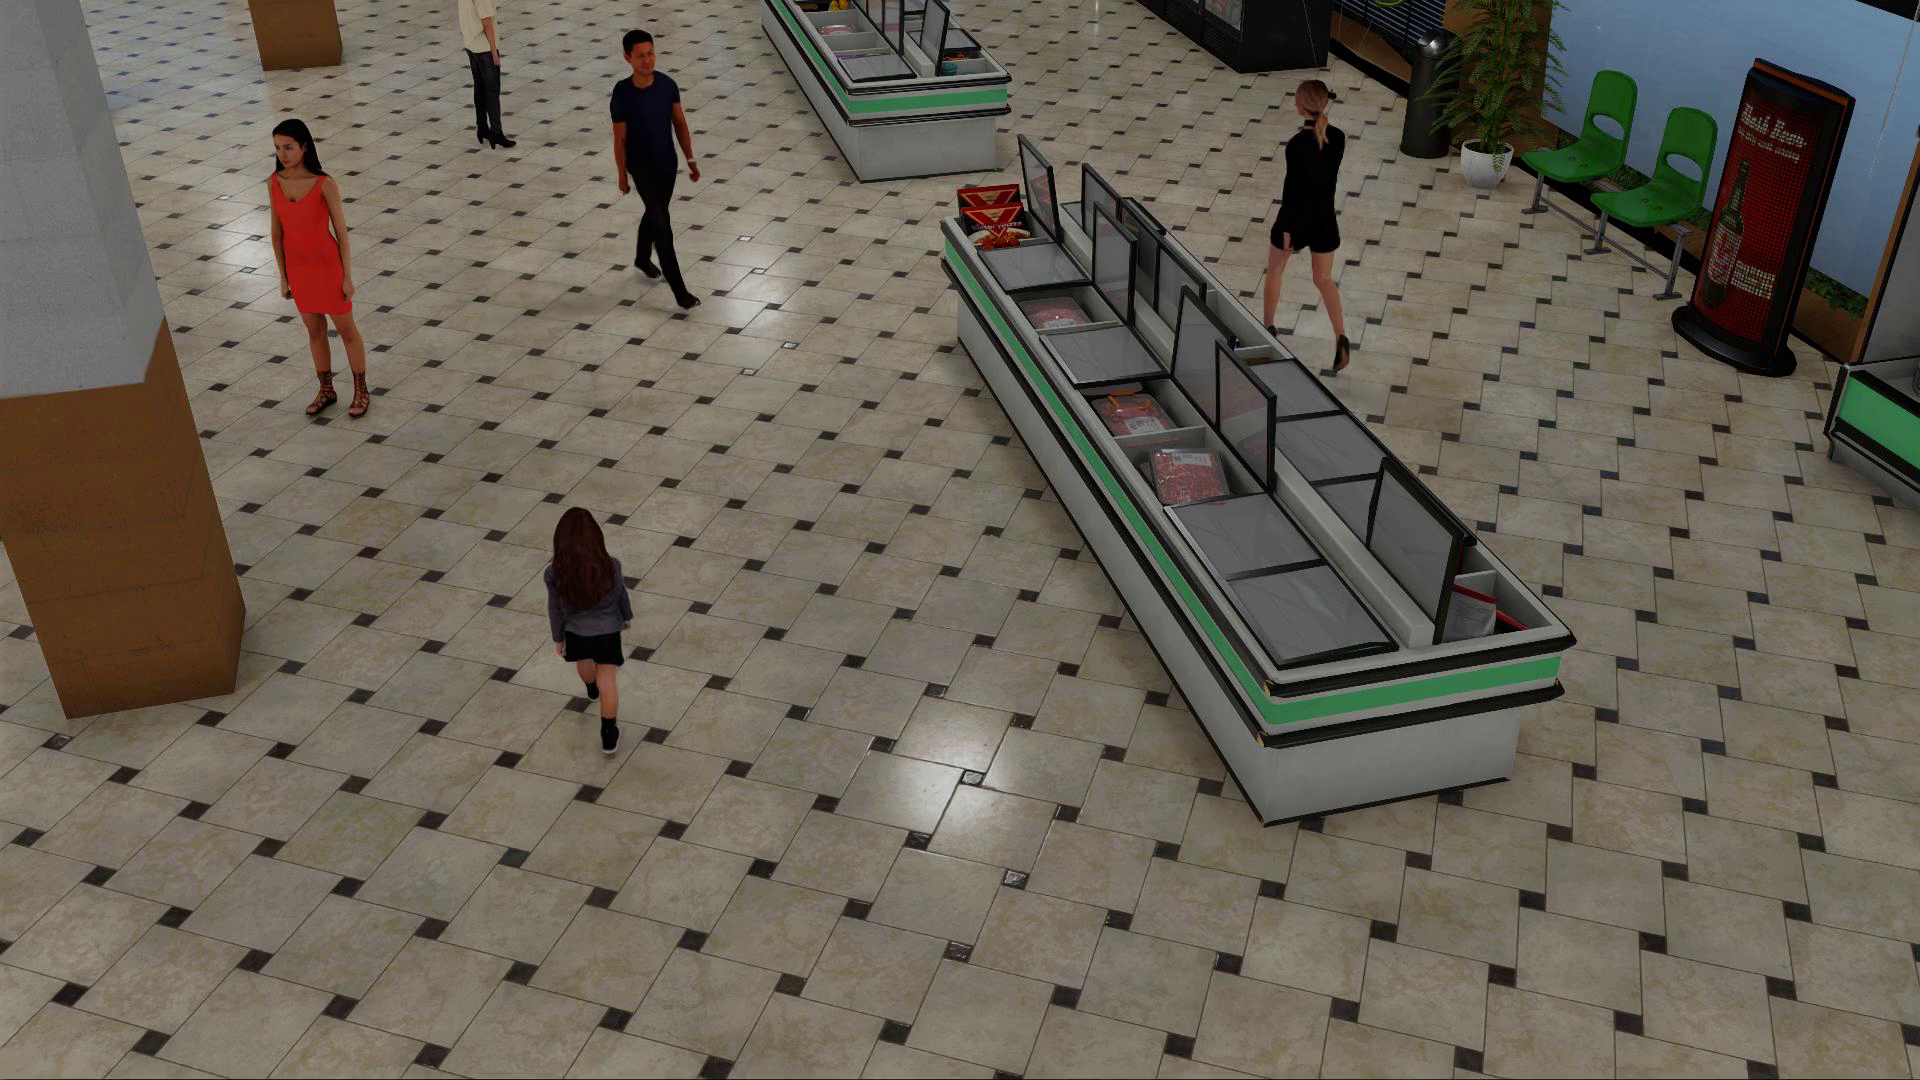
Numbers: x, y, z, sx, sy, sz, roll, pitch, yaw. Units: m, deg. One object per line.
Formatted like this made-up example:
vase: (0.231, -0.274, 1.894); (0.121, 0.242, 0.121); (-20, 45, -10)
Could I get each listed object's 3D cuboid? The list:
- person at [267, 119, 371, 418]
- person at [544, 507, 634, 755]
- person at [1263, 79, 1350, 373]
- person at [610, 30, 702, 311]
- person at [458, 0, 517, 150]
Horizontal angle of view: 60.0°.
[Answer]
person: (-3.628, -1.523, 9.391); (0.652, 1.719, 0.638); (3, 32, 5)
person: (-1.533, 0.394, 6.920); (0.514, 1.075, 0.780); (-6, 32, -10)
person: (2.094, -1.805, 9.833); (0.631, 1.731, 1.122); (-11, 34, -17)
person: (-2.031, -2.435, 10.831); (1.001, 1.747, 1.236); (-26, 40, -35)
person: (-3.870, -3.980, 13.468); (0.711, 1.583, 0.572); (-25, 40, -34)
